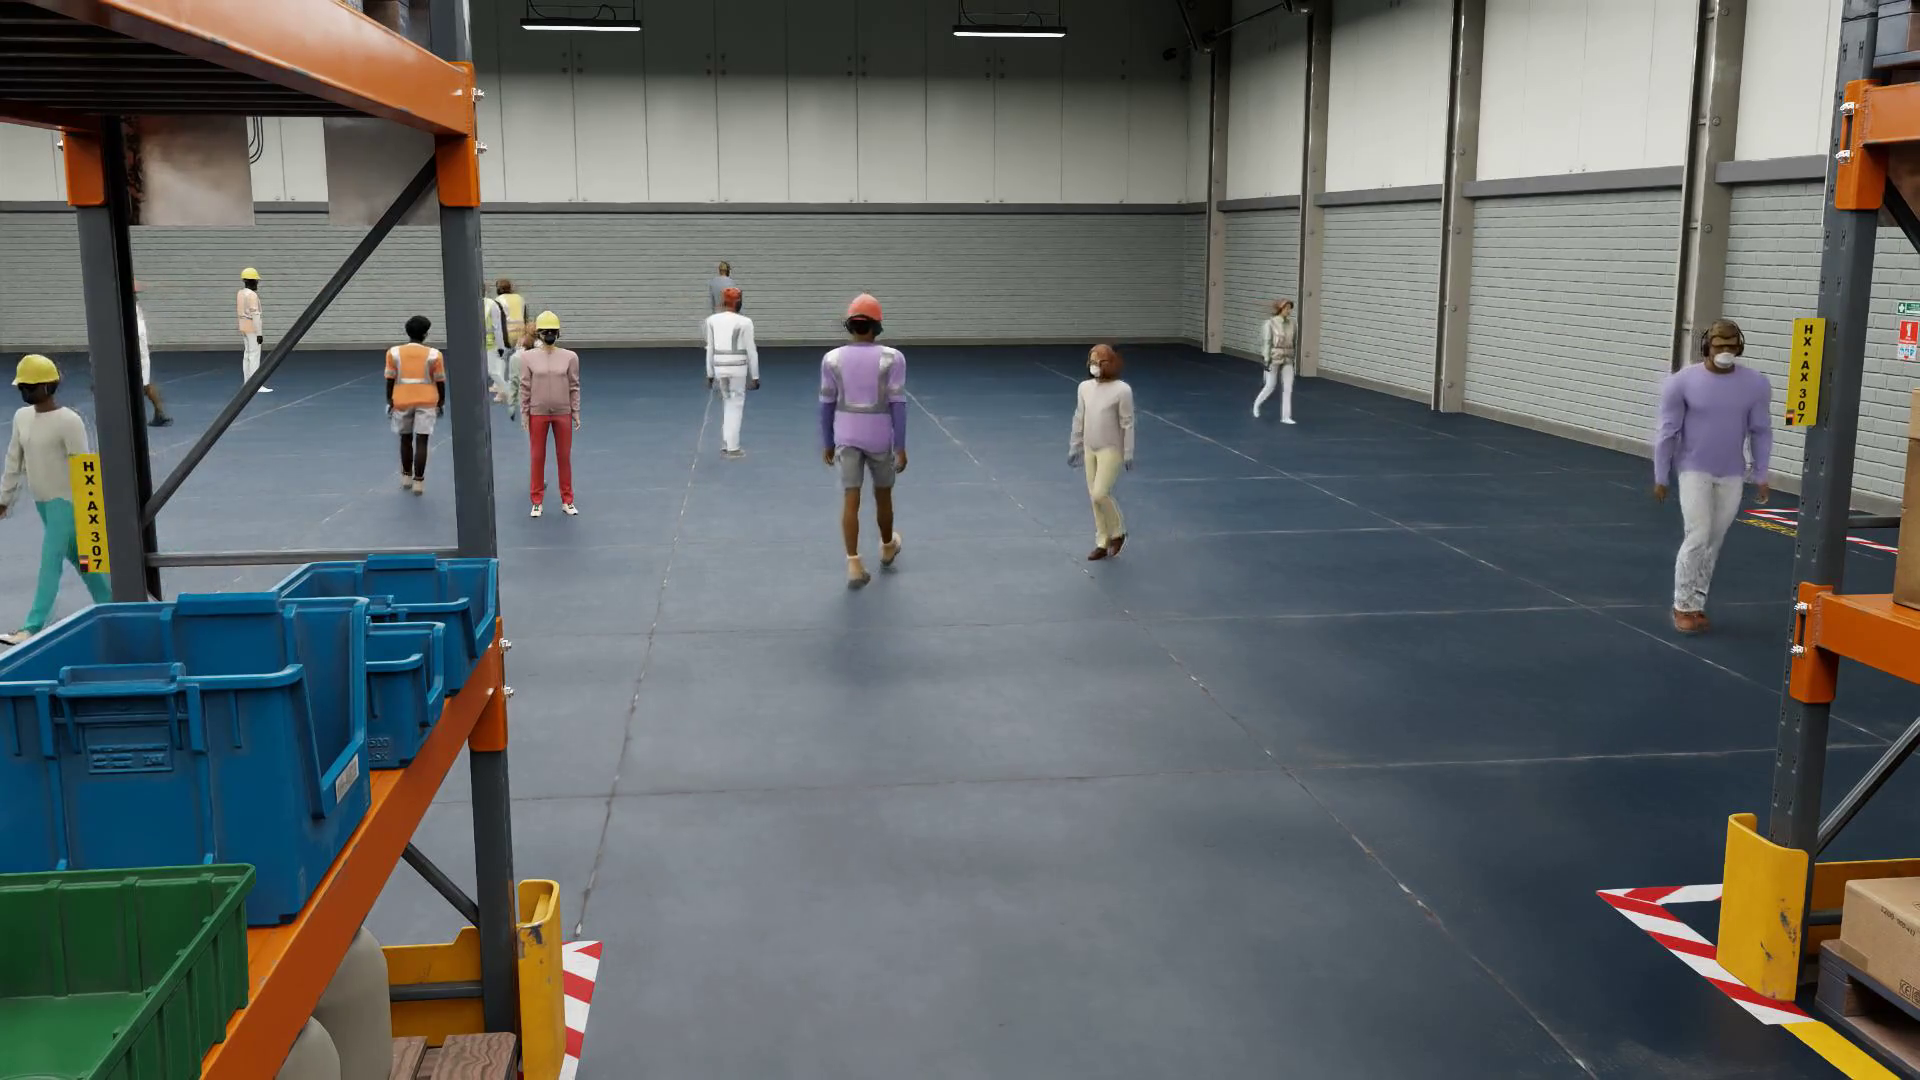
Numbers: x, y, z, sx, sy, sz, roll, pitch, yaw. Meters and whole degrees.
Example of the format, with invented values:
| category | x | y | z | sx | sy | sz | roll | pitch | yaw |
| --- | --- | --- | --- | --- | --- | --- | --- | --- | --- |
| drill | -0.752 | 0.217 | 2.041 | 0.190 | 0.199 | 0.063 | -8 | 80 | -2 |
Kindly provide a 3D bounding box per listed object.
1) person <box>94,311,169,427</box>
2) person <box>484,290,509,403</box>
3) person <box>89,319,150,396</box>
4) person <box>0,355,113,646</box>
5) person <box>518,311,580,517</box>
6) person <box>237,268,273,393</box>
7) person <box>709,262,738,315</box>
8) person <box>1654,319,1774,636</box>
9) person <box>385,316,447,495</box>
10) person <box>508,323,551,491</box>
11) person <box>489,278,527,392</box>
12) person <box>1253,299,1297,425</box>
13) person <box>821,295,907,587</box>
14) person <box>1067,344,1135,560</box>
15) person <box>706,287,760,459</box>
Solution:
| category | x | y | z | sx | sy | sz | roll | pitch | yaw |
| --- | --- | --- | --- | --- | --- | --- | --- | --- | --- |
| person | -10.529 | -2.366 | 21.067 | 0.987 | 1.900 | 0.562 | 2 | 10 | 9 |
| person | -6.759 | -2.788 | 23.639 | 0.663 | 1.802 | 0.855 | 2 | 11 | 13 |
| person | -8.844 | -1.717 | 17.562 | 0.607 | 1.869 | 0.583 | -1 | 10 | -3 |
| person | -5.410 | -0.236 | 9.867 | 0.541 | 1.718 | 0.922 | 5 | 12 | 27 |
| person | -3.533 | -1.083 | 14.356 | 0.525 | 1.772 | 0.305 | -4 | 11 | -22 |
| person | -10.950 | -3.243 | 25.766 | 0.377 | 1.923 | 0.595 | -10 | 14 | -43 |
| person | -4.403 | -4.235 | 31.169 | 0.635 | 1.939 | 0.361 | 7 | 12 | 34 |
| person | 4.553 | -0.364 | 10.033 | 0.621 | 1.915 | 0.610 | 0 | 10 | -1 |
| person | -5.117 | -1.279 | 15.704 | 0.551 | 1.657 | 0.799 | -2 | 11 | -11 |
| person | -3.958 | -1.239 | 15.683 | 0.503 | 1.582 | 0.848 | -6 | 12 | -31 |
| person | -6.853 | -3.136 | 25.620 | 1.022 | 1.784 | 0.636 | 7 | 13 | 34 |
| person | 4.101 | -2.313 | 21.509 | 0.523 | 1.615 | 0.631 | -4 | 11 | -22 |
| person | -0.656 | -0.722 | 11.747 | 0.636 | 1.990 | 1.049 | 2 | 10 | 9 |
| person | 1.028 | -0.641 | 12.333 | 0.358 | 1.618 | 0.510 | -9 | 14 | -41 |
| person | -2.440 | -1.815 | 18.097 | 0.600 | 1.863 | 0.507 | 5 | 12 | 27 |
